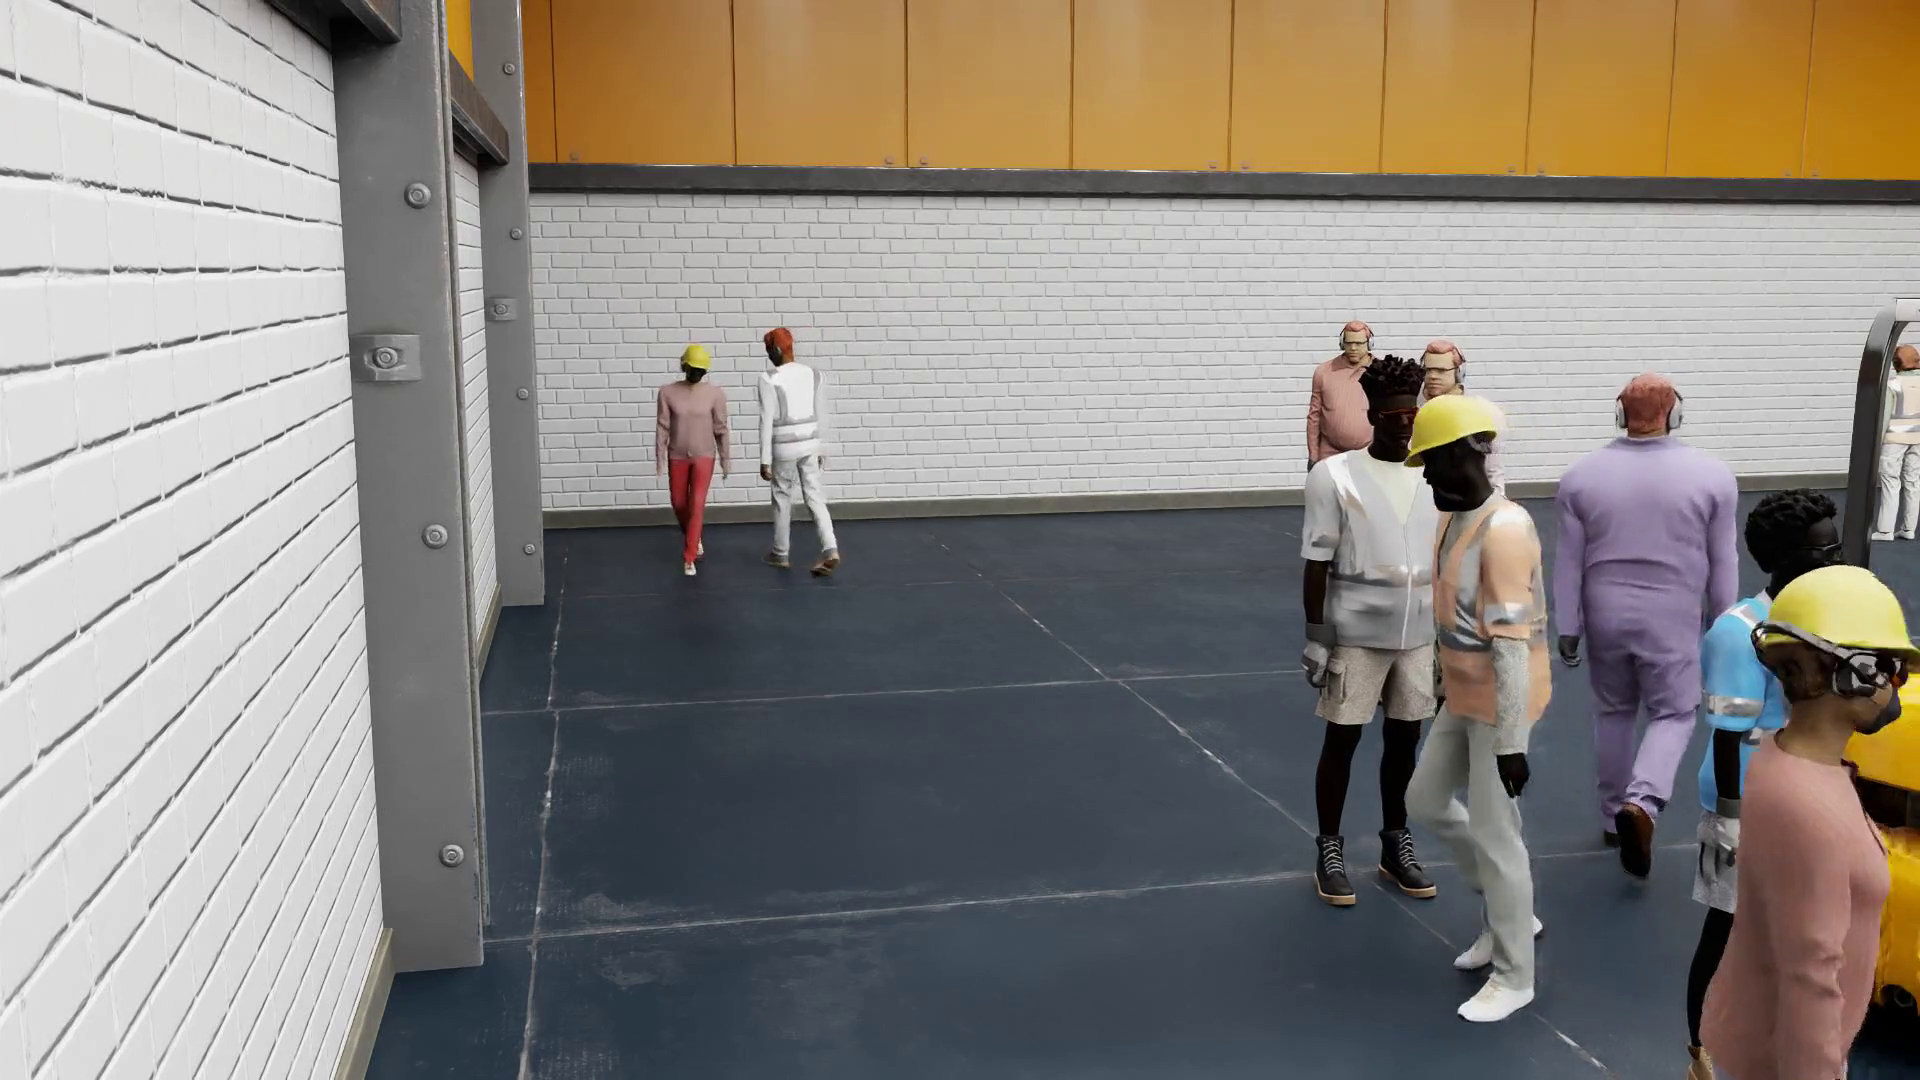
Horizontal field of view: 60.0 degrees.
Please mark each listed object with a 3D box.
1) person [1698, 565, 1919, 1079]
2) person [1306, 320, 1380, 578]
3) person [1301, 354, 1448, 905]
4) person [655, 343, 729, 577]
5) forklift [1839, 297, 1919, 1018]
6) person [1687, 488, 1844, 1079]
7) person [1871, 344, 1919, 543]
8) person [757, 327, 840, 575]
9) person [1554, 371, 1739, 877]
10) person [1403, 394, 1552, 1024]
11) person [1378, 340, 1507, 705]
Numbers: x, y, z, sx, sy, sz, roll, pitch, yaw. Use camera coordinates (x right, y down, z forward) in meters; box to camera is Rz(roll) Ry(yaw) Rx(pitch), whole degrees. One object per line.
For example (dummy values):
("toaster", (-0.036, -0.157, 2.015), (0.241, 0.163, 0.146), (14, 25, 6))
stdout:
("person", (1.480, 0.926, 2.946), (0.326, 1.750, 0.561), (5, 10, 27))
("person", (2.751, -0.593, 11.716), (0.640, 1.905, 0.410), (4, 10, 21))
("person", (1.509, 0.320, 5.947), (0.614, 1.964, 0.361), (-2, 10, -13))
("person", (-2.003, -0.625, 12.475), (0.550, 1.717, 0.745), (0, 9, -1))
("forklift", (3.542, 0.334, 5.177), (2.313, 2.155, 1.214), (-9, 13, -43))
("person", (2.164, 0.702, 4.434), (0.537, 1.700, 0.317), (-6, 11, -34))
("person", (7.759, -0.793, 13.733), (0.513, 1.640, 0.309), (-3, 10, -16))
("person", (-1.209, -0.656, 12.322), (0.601, 1.841, 0.938), (-7, 12, -37))
("person", (2.566, 0.305, 6.286), (0.643, 1.882, 0.733), (6, 11, 35))
("person", (1.578, 0.504, 5.092), (0.448, 1.882, 0.780), (0, 9, 2))
("person", (2.430, -0.069, 8.514), (0.652, 1.904, 0.402), (4, 10, 25))
